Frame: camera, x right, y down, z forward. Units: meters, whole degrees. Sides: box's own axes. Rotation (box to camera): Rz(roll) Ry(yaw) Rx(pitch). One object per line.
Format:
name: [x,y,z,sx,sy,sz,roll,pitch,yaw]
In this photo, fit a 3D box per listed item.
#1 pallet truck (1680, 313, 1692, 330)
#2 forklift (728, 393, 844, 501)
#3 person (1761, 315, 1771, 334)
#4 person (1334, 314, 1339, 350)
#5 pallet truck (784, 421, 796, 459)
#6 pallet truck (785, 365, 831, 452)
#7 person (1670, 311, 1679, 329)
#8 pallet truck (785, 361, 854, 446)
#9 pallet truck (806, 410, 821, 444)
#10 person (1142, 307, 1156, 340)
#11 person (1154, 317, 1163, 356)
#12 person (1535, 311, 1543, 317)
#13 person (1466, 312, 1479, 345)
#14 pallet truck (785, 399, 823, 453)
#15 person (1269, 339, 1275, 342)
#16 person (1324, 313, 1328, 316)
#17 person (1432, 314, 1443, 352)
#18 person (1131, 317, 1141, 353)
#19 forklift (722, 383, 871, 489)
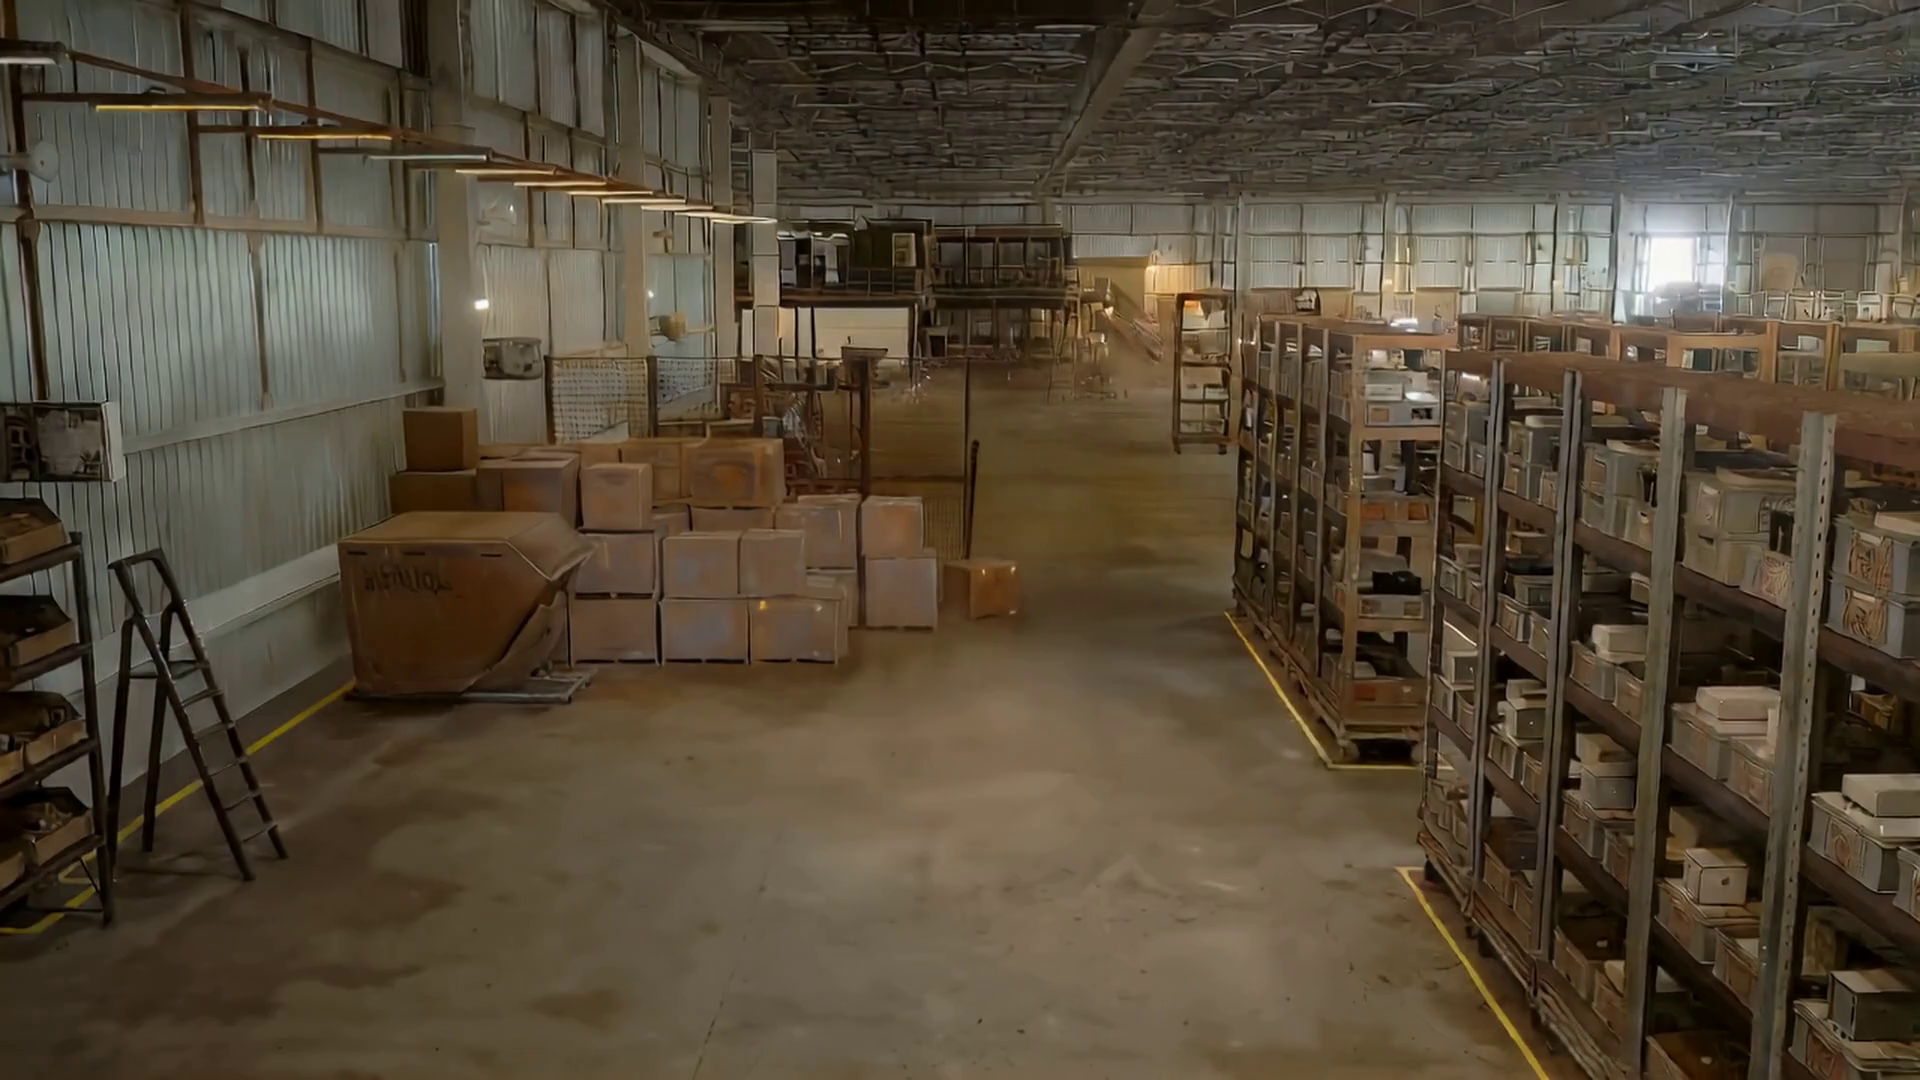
pallet truck: [36.315,-10.531,84.244,0.823,1.965,1.885,-6,11,-33]
forklift: [-2.979,-1.316,26.476,2.680,1.987,1.157,0,9,1]
person: [38.502,-9.741,79.232,0.884,2.000,0.765,-9,13,-43]
person: [18.755,-10.300,83.033,0.595,1.925,0.371,5,10,28]
pallet truck: [-4.013,-1.793,32.705,1.601,1.201,0.680,0,9,1]
pallet truck: [-3.774,-2.976,37.635,1.885,1.965,0.823,1,9,5]
person: [38.519,-11.359,89.562,0.384,1.928,0.588,-6,11,-34]
pallet truck: [-3.410,-3.193,38.978,1.885,1.965,0.823,0,9,-1]
pallet truck: [-3.559,-2.018,33.905,1.522,1.261,0.704,0,9,-1]
person: [11.164,-12.723,97.887,0.973,1.946,0.630,-2,10,-15]
person: [9.608,-9.851,80.406,0.557,1.888,0.720,0,9,0]
person: [32.092,-11.779,92.295,0.574,1.882,0.356,9,13,44]
person: [28.138,-11.599,91.336,0.405,1.843,0.698,-8,12,-40]
pallet truck: [-3.814,-2.432,36.419,1.630,1.274,0.653,0,9,1]
person: [10.087,-5.634,54.392,0.627,1.880,0.815,6,11,31]
person: [19.169,-10.937,87.056,0.593,1.901,0.524,8,12,40]
person: [24.122,-10.464,84.007,0.374,1.939,0.545,-7,11,-35]
person: [8.863,-10.266,83.233,0.516,1.804,0.961,-4,10,-21]
forklift: [-2.893,-1.687,28.729,2.680,1.987,1.157,0,9,-1]
